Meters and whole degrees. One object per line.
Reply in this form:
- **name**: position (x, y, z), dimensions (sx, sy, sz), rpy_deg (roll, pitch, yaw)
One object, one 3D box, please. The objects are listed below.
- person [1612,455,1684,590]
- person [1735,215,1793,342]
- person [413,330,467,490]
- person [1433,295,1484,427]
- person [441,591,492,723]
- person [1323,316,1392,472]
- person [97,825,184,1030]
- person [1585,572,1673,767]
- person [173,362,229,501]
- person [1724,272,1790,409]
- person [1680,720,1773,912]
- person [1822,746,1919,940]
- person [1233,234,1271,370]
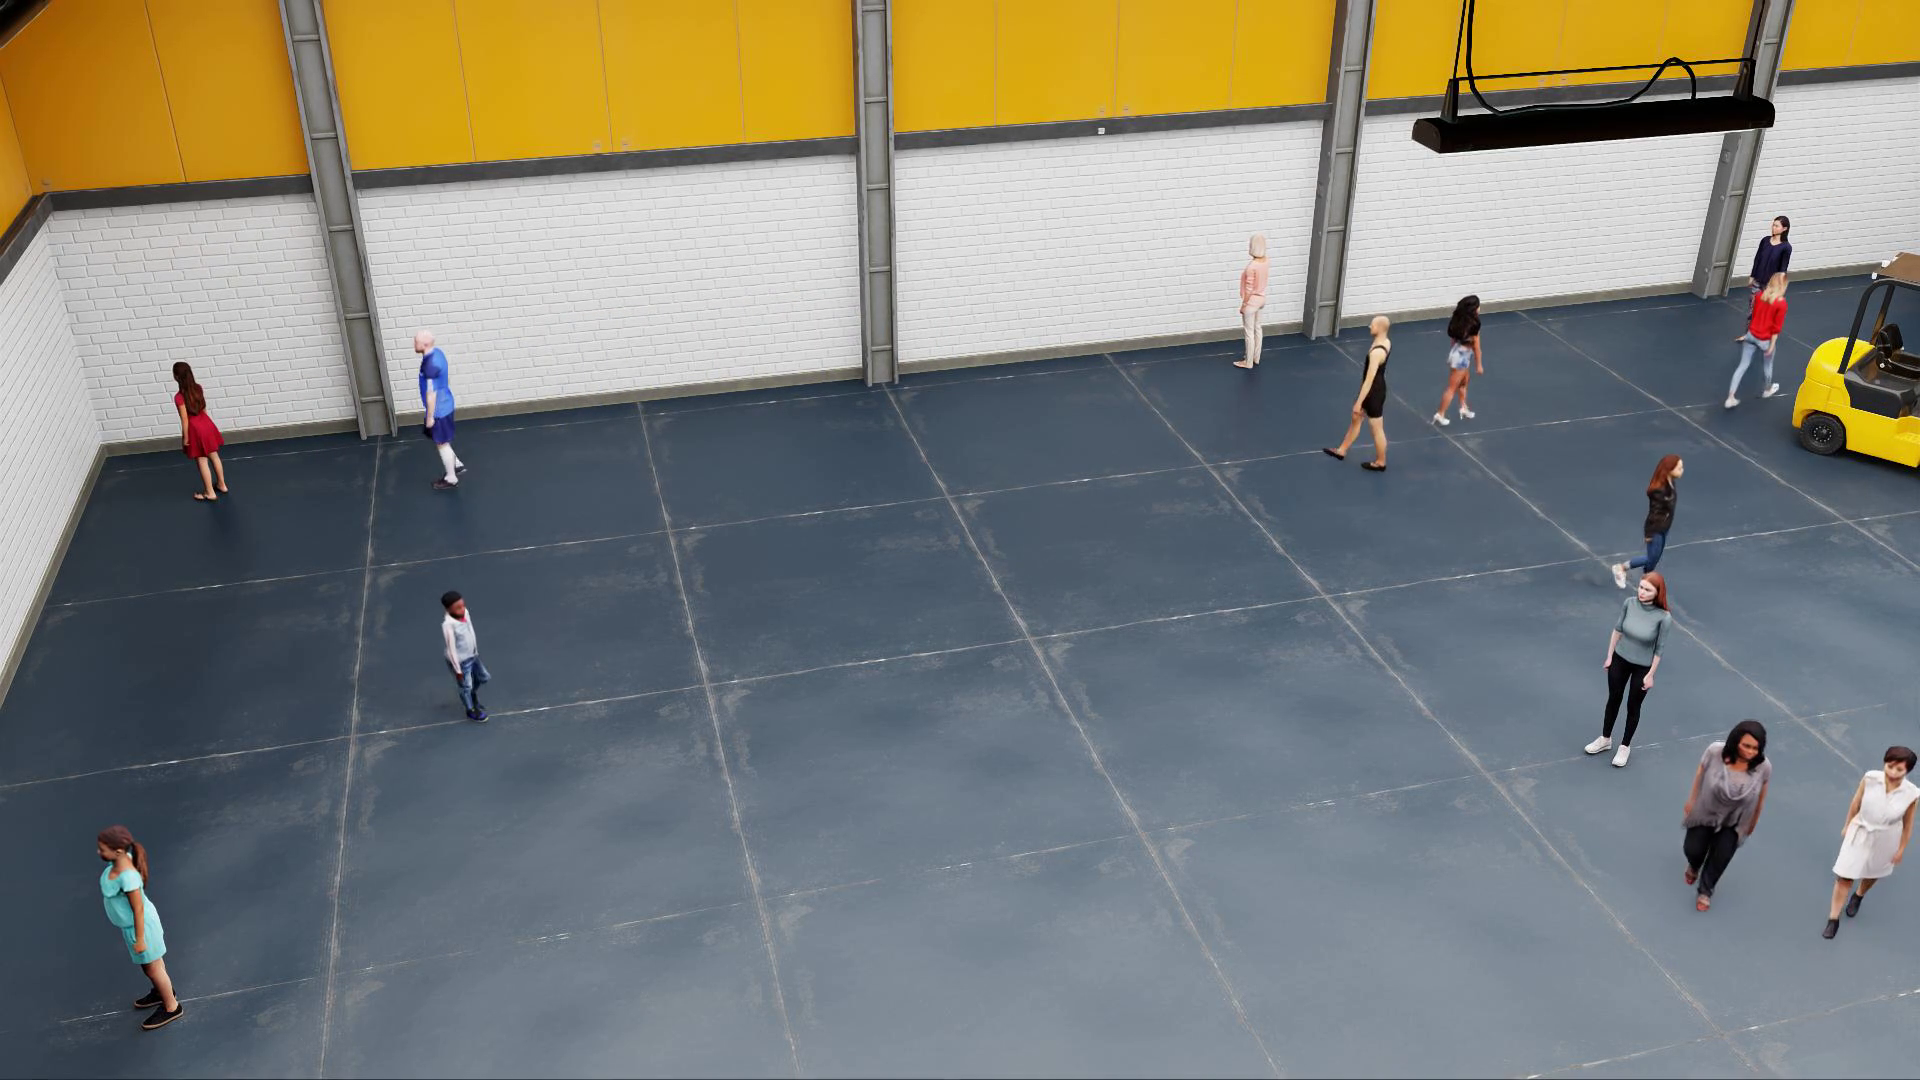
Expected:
- **person**: position (6.592, -0.154, 15.885), dimensions (0.845, 1.470, 0.795), rpy_deg (18, 33, 29)
- **person**: position (10.424, -3.352, 21.473), dimensions (0.604, 1.734, 0.657), rpy_deg (-15, 32, -26)
- **person**: position (-5.515, -1.410, 17.811), dimensions (0.619, 1.831, 0.688), rpy_deg (-6, 29, -10)
- **person**: position (5.703, -2.040, 19.204), dimensions (0.778, 1.603, 0.564), rpy_deg (-6, 29, -12)
- **person**: position (-4.243, 0.961, 14.069), dimensions (0.661, 1.253, 0.611), rpy_deg (9, 30, 17)
- **person**: position (4.604, -1.565, 18.134), dimensions (1.092, 1.794, 0.975), rpy_deg (9, 30, 16)
- **person**: position (-5.394, 2.509, 10.912), dimensions (0.631, 1.558, 0.614), rpy_deg (-17, 33, -29)
- **person**: position (5.438, 1.024, 13.442), dimensions (0.677, 1.743, 0.662), rpy_deg (-23, 36, -35)
- **person**: position (-8.096, -1.174, 17.670), dimensions (0.736, 1.553, 0.677), rpy_deg (10, 30, 18)
- **person**: position (9.407, -2.327, 19.678), dimensions (1.188, 1.653, 0.866), rpy_deg (-18, 33, -29)
- **person**: position (5.494, 1.907, 11.972), dimensions (0.831, 1.599, 0.891), rpy_deg (13, 31, 22)
- **person**: position (6.474, 2.069, 11.753), dimensions (0.905, 1.526, 0.997), rpy_deg (18, 33, 29)
- **person**: position (3.681, -2.997, 20.831), dimensions (0.741, 1.725, 0.651), rpy_deg (21, 35, 33)
